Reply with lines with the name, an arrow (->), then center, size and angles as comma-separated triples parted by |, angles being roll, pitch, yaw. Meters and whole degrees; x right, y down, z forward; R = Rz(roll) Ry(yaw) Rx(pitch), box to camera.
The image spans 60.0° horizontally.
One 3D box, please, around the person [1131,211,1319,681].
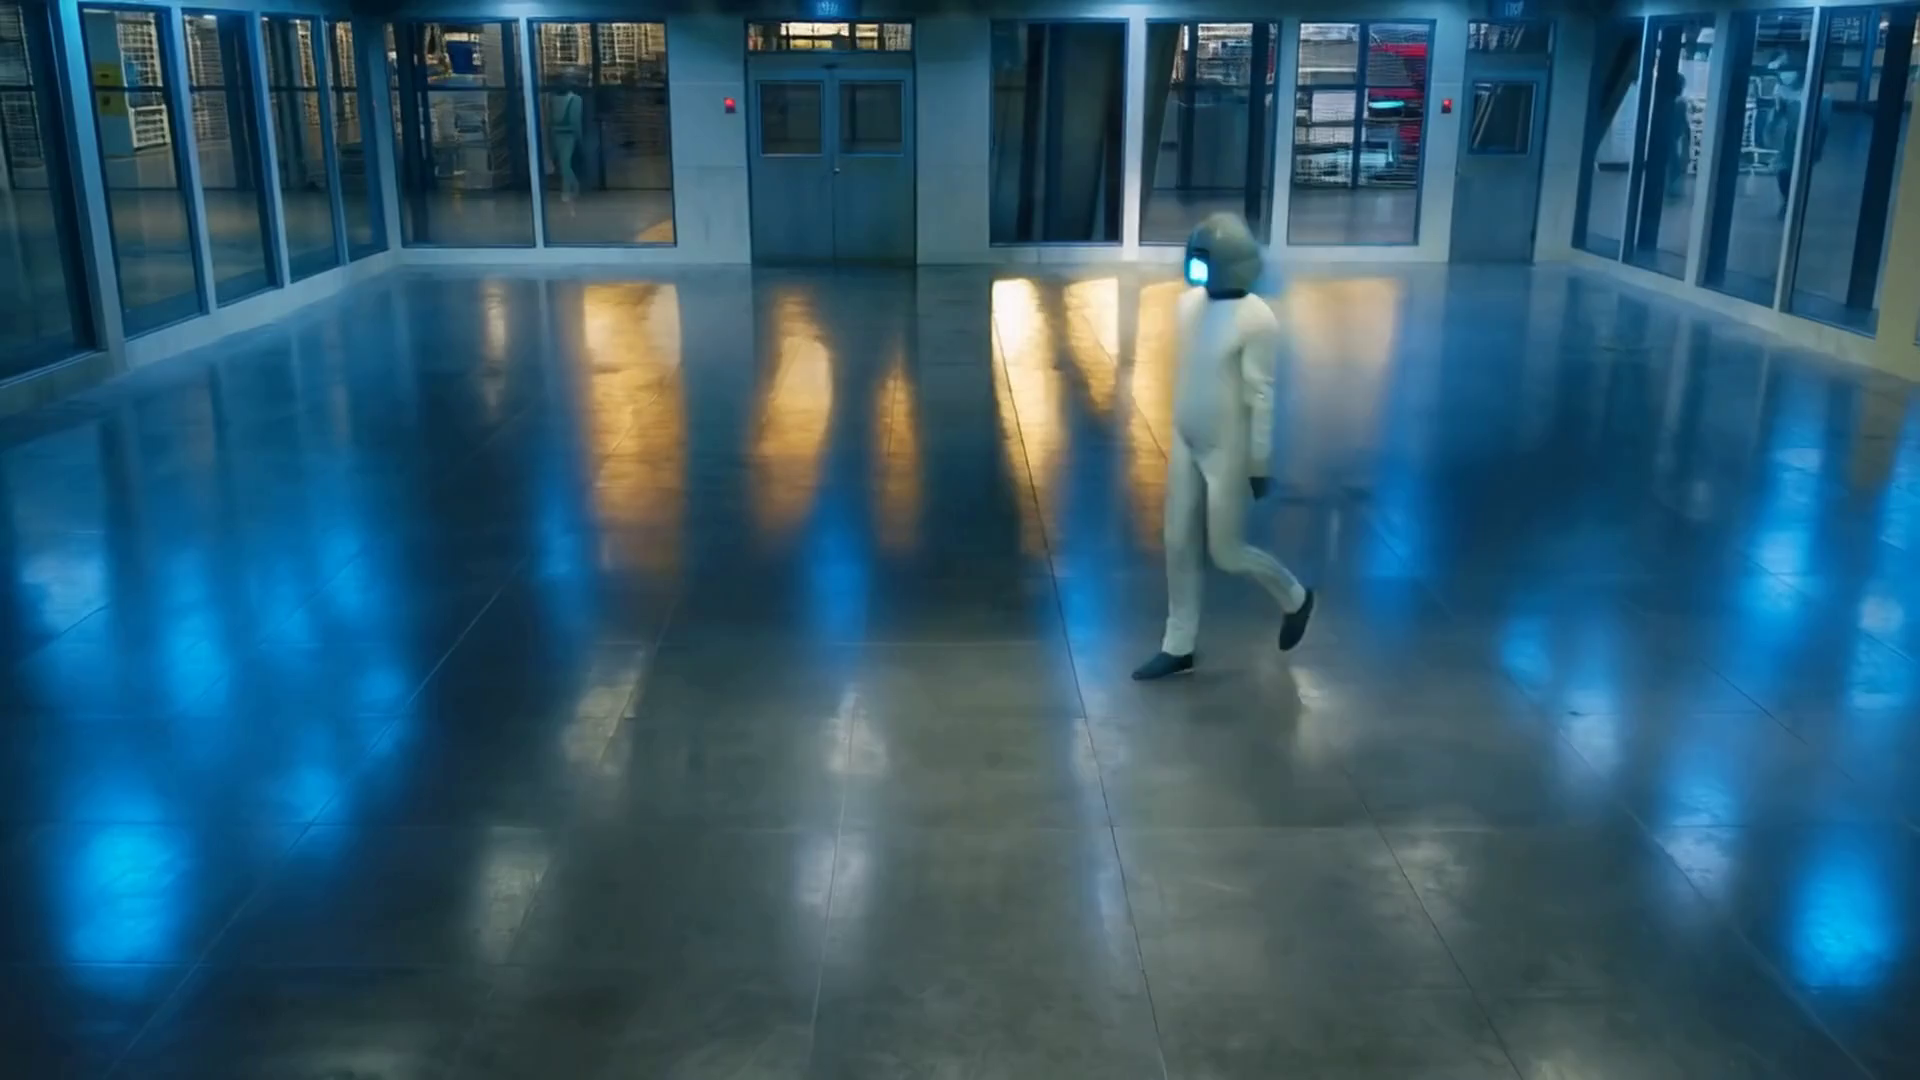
person -> 0.926, -0.310, 5.677 | 0.640, 1.615, 0.503 | -9, 19, -27
